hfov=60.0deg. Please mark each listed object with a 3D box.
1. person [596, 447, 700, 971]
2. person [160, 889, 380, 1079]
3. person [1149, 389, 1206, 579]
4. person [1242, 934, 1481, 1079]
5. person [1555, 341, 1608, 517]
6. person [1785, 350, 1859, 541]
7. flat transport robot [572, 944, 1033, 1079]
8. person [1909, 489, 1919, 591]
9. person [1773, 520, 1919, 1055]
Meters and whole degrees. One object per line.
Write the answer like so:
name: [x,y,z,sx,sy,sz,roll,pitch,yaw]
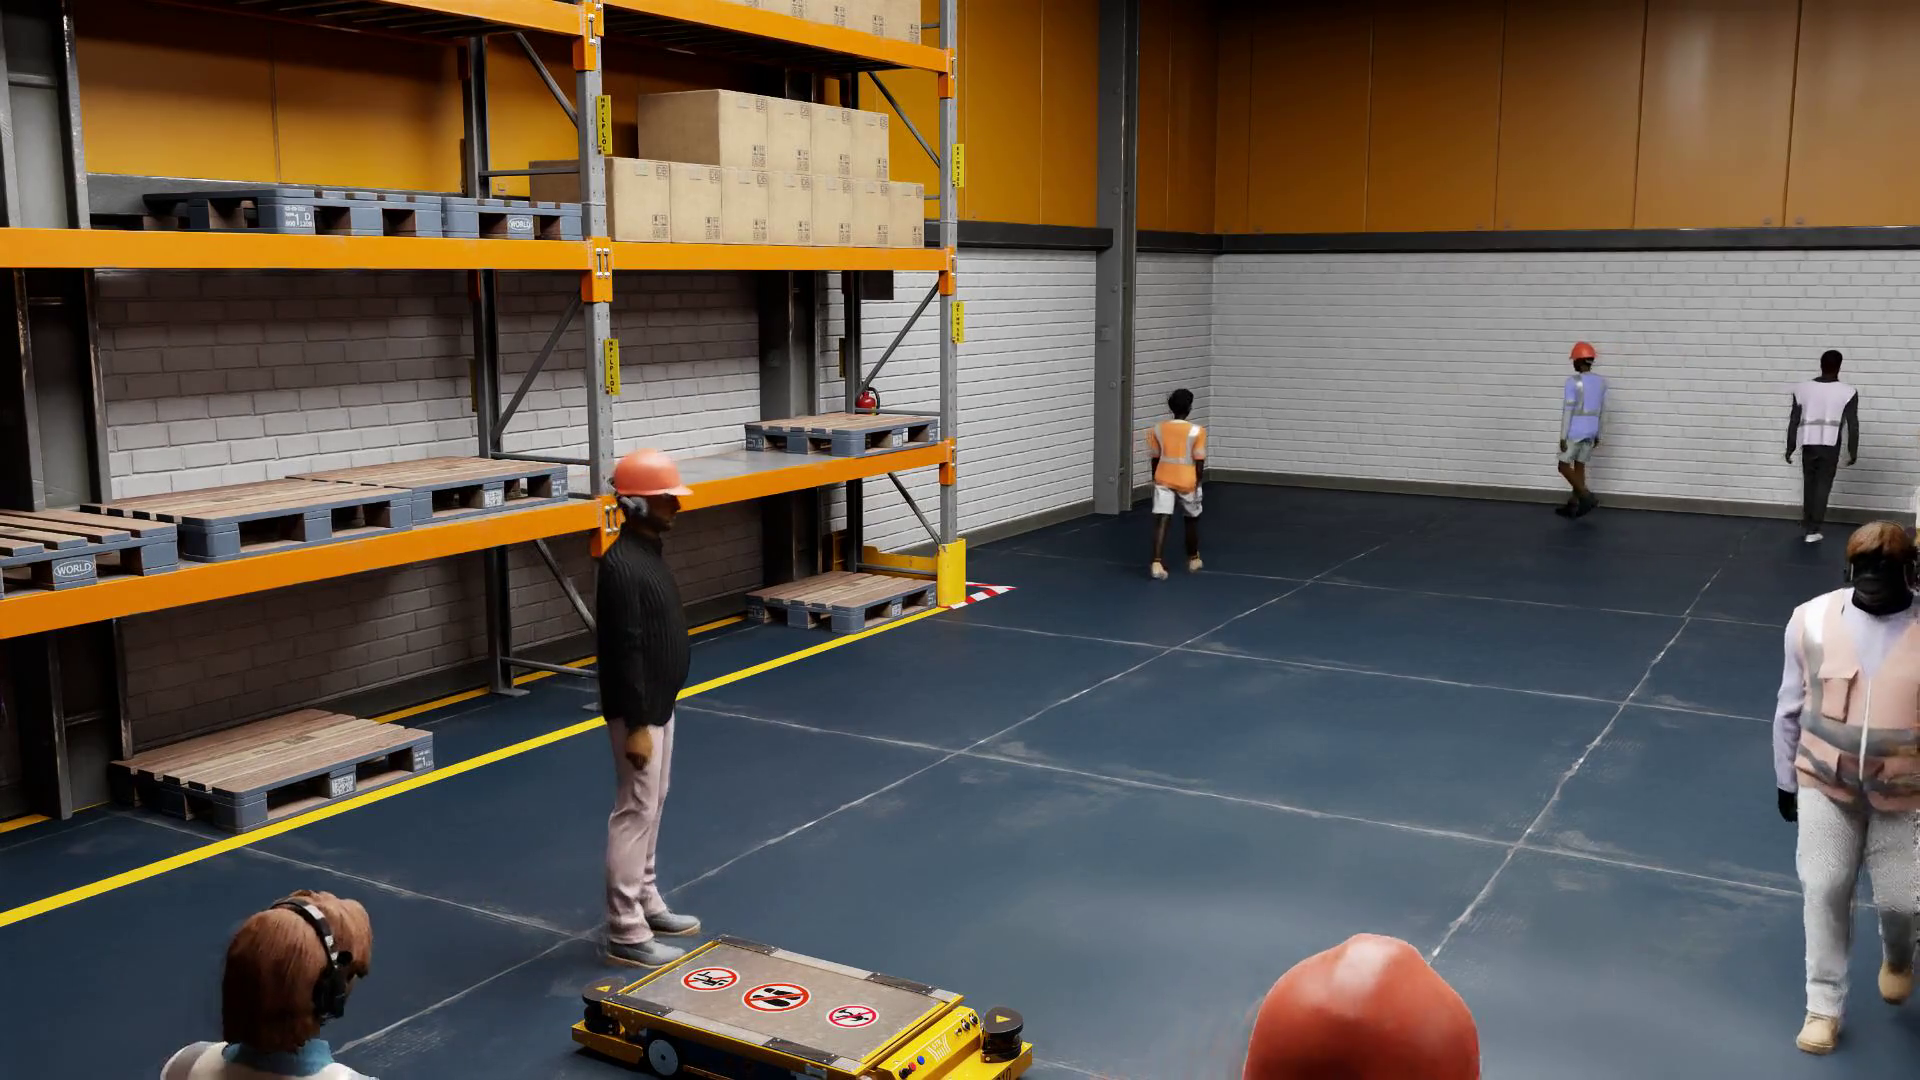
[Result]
person: [-1.194,0.635,6.403,0.398,1.991,0.619,0,9,0]
person: [-1.066,1.384,2.921,0.541,1.610,0.736,4,10,23]
person: [1.892,-0.494,14.516,0.545,1.651,0.866,5,10,27]
person: [0.336,1.395,1.741,0.611,1.982,1.081,4,10,25]
person: [6.681,-1.169,17.876,0.563,1.922,0.665,-4,10,-23]
person: [8.665,-0.949,16.636,0.612,1.879,0.887,8,12,42]
flat transport robot: [-0.539,1.630,5.552,1.431,0.197,0.652,5,11,30]
person: [5.545,0.274,9.285,0.920,1.811,0.519,-5,11,-30]
person: [3.130,0.827,5.709,0.637,1.831,0.572,7,11,37]
